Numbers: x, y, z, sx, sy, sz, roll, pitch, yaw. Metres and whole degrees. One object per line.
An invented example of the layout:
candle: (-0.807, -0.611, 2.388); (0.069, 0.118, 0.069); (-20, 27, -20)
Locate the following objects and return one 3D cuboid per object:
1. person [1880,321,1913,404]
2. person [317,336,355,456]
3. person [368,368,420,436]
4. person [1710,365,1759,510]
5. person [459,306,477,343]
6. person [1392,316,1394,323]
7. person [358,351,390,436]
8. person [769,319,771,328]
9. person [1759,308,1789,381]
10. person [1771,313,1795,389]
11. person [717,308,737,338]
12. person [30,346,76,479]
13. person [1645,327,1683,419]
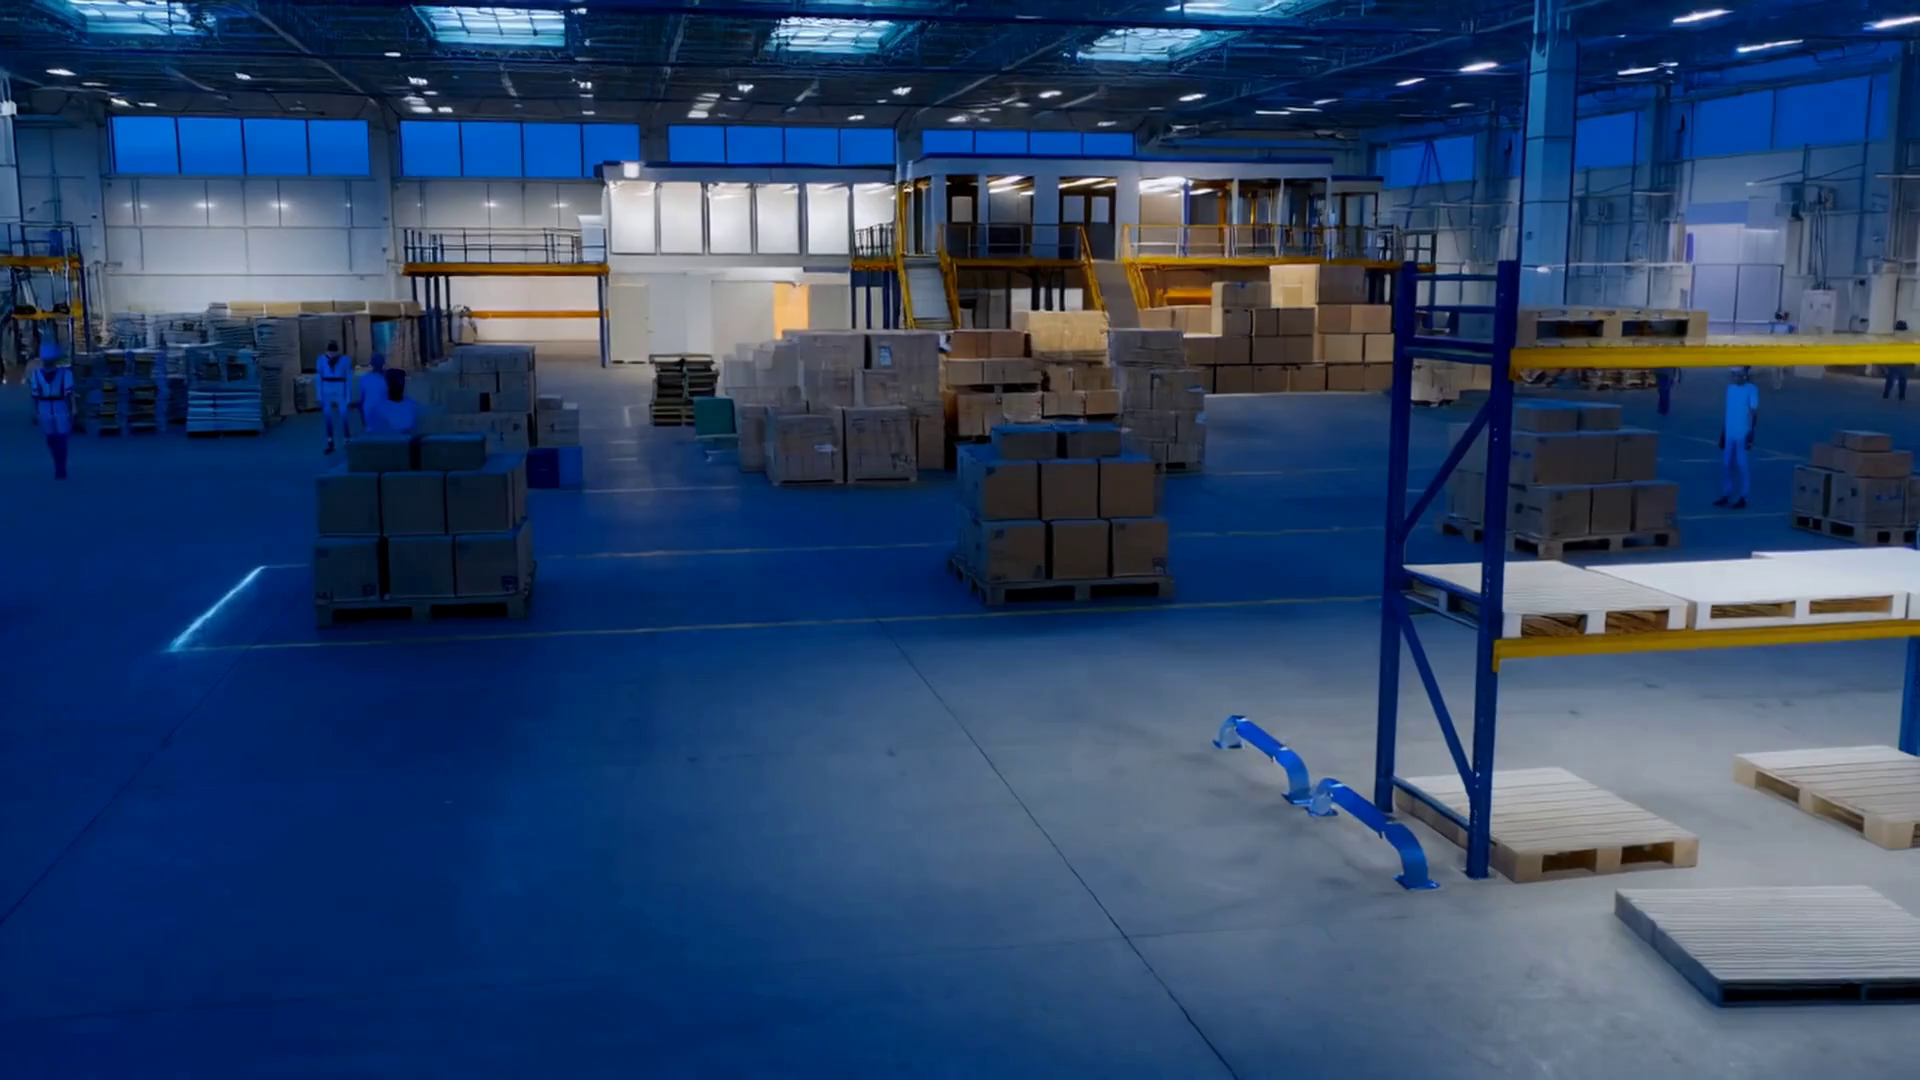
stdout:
person: (20.850, -3.946, 36.955); (0.649, 1.809, 0.858); (2, 10, 14)
person: (-9.960, -2.301, 26.574); (0.587, 1.920, 0.392); (0, 9, -2)
person: (-6.186, -0.934, 18.273); (0.625, 1.911, 1.027); (-9, 13, -43)
person: (9.647, -1.303, 20.640); (0.311, 1.869, 0.530); (-3, 10, -18)
person: (-14.808, -6.123, 50.115); (0.517, 1.836, 0.341); (0, 9, -2)
person: (12.454, -5.584, 47.265); (0.912, 1.696, 0.500); (3, 10, 19)
person: (-8.054, -1.676, 22.979); (0.551, 1.848, 0.451); (0, 9, 1)
person: (-6.790, -7.795, 60.178); (0.328, 1.876, 0.513); (4, 10, 22)
person: (21.701, -5.201, 44.237); (0.615, 1.920, 0.895); (-2, 9, -10)
person: (20.322, -4.669, 41.137); (0.552, 1.893, 1.007); (8, 12, 41)
person: (-7.606, -6.807, 54.189); (0.706, 1.866, 0.456); (-2, 10, -13)
person: (-12.980, -1.840, 23.841); (0.554, 1.908, 0.843); (-4, 10, -21)
person: (14.021, -3.350, 33.273); (0.666, 1.811, 0.810); (-1, 9, -8)
